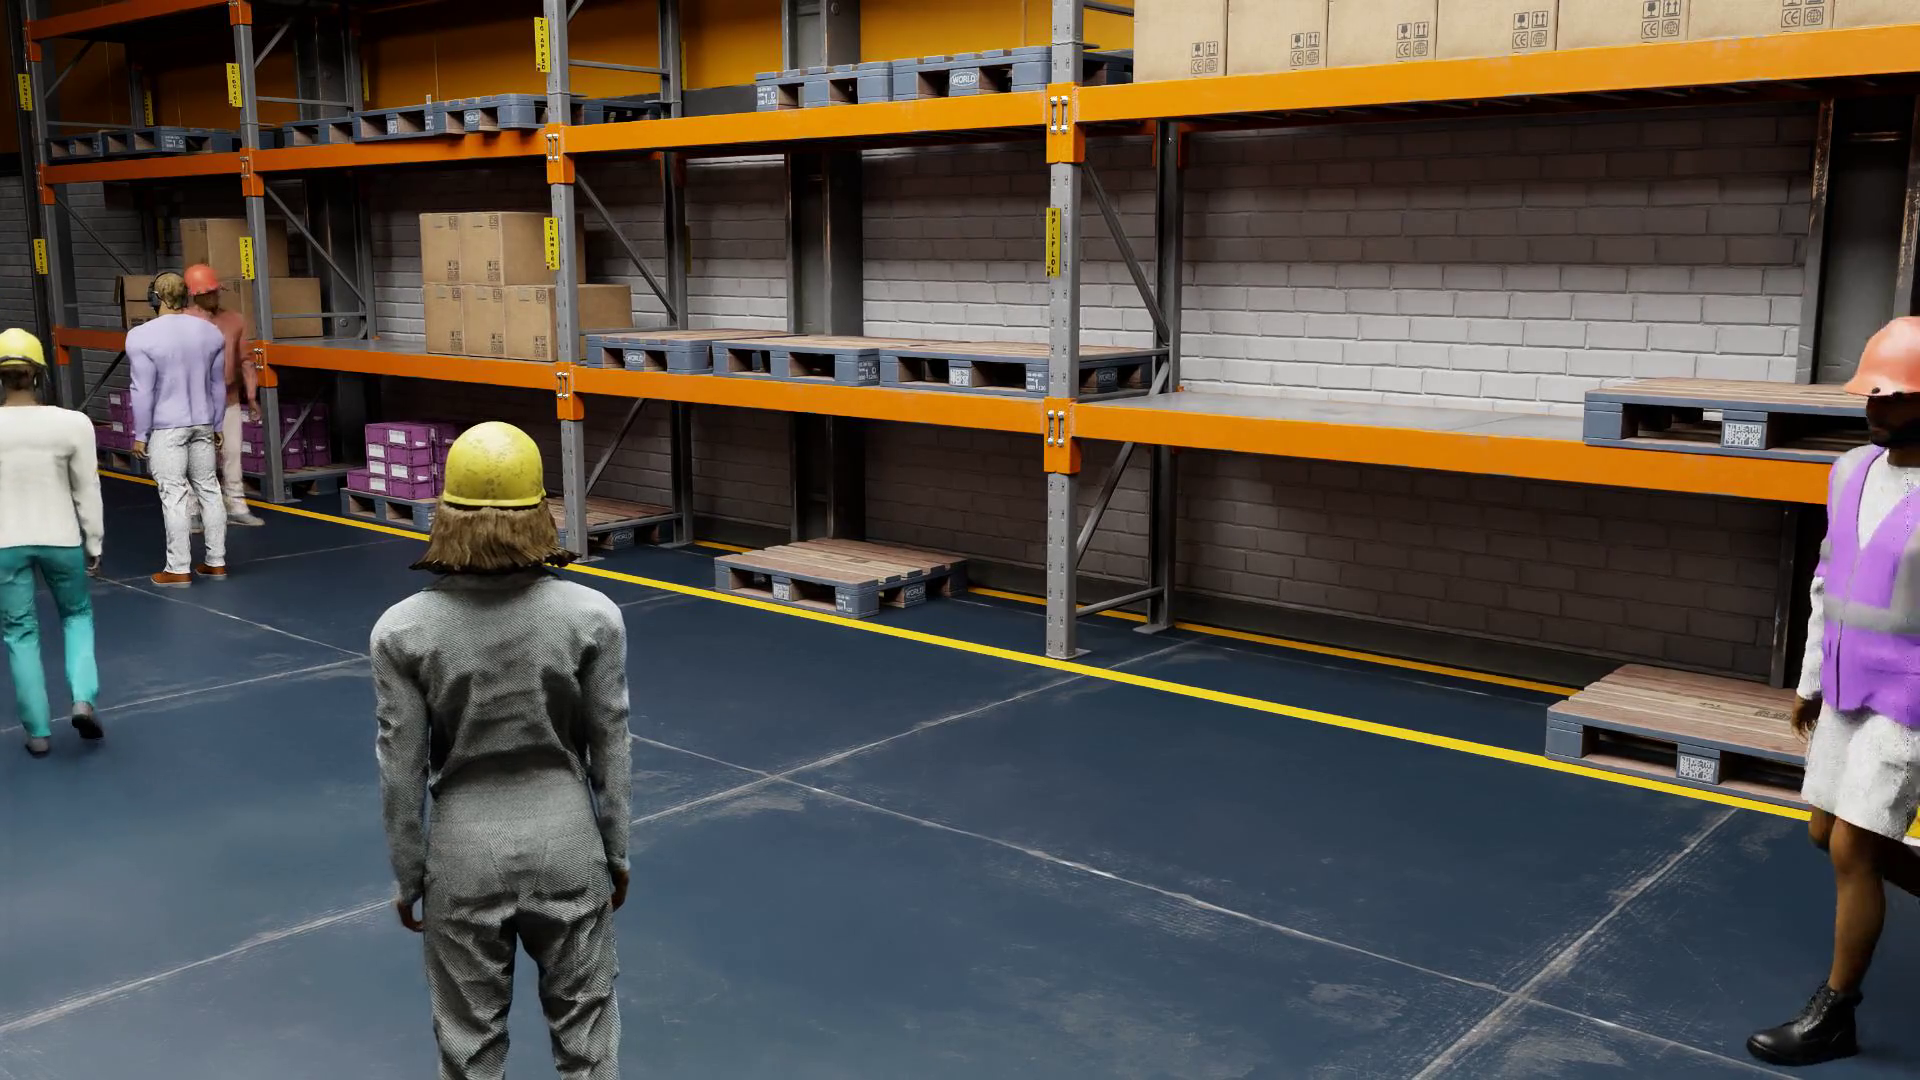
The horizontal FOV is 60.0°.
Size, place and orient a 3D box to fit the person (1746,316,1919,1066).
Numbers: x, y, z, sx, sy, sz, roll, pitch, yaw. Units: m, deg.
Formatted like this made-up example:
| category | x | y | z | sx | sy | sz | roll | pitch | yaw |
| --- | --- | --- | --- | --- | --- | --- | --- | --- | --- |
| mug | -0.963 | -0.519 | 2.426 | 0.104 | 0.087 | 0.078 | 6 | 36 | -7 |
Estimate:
| category | x | y | z | sx | sy | sz | roll | pitch | yaw |
| --- | --- | --- | --- | --- | --- | --- | --- | --- | --- |
| person | 2.422 | 0.388 | 4.222 | 0.736 | 1.915 | 0.549 | -2 | 10 | -9 |

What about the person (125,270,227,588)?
| category | x | y | z | sx | sy | sz | roll | pitch | yaw |
| --- | --- | --- | --- | --- | --- | --- | --- | --- | --- |
| person | -4.795 | -0.675 | 10.218 | 0.372 | 1.940 | 0.631 | 6 | 11 | 29 |

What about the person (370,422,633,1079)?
| category | x | y | z | sx | sy | sz | roll | pitch | yaw |
| --- | --- | --- | --- | --- | --- | --- | --- | --- | --- |
| person | -0.891 | 0.635 | 3.312 | 0.484 | 1.744 | 0.295 | -3 | 11 | -19 |

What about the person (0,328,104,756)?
| category | x | y | z | sx | sy | sz | roll | pitch | yaw |
| --- | --- | --- | --- | --- | --- | --- | --- | --- | --- |
| person | -3.800 | 0.018 | 6.807 | 0.528 | 1.758 | 0.360 | -6 | 12 | -32 |

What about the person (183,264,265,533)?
| category | x | y | z | sx | sy | sz | roll | pitch | yaw |
| --- | --- | --- | --- | --- | --- | --- | --- | --- | --- |
| person | -5.488 | -1.023 | 12.186 | 0.481 | 1.962 | 0.695 | 7 | 12 | 35 |
